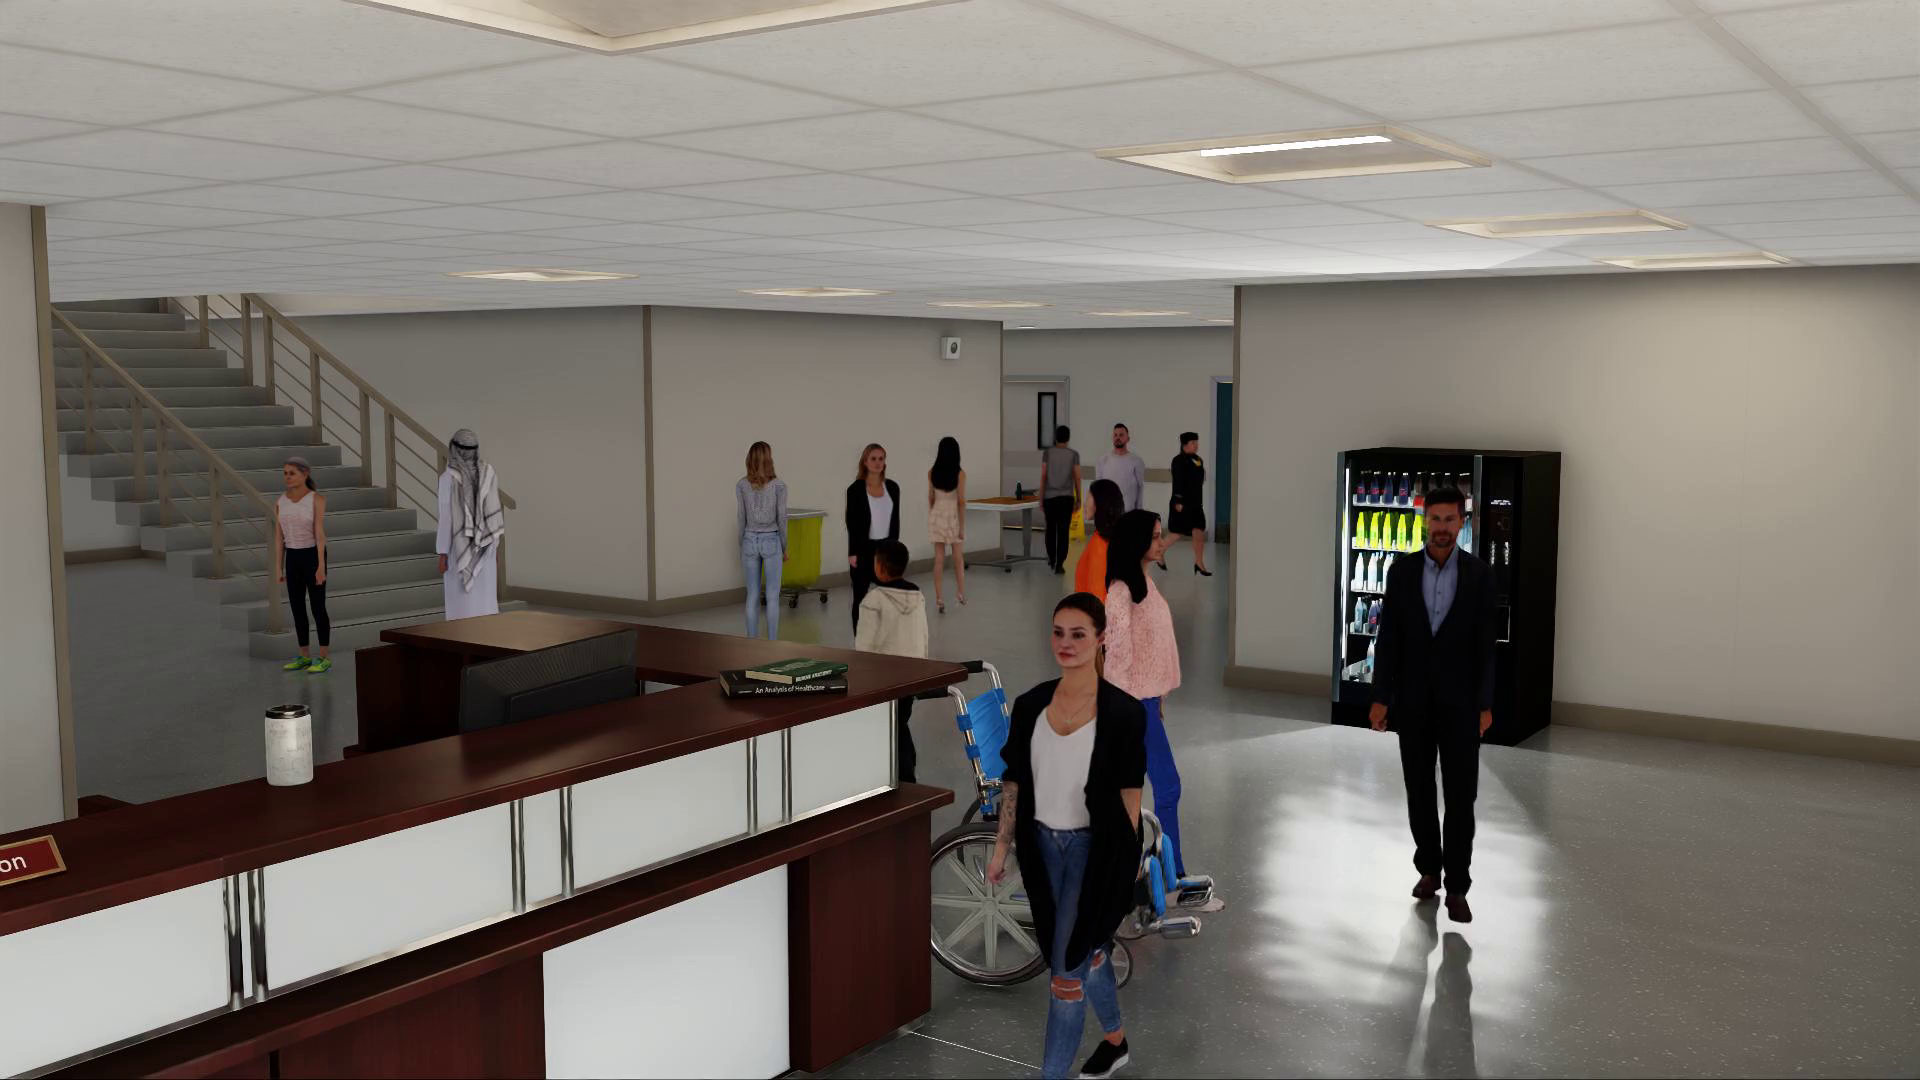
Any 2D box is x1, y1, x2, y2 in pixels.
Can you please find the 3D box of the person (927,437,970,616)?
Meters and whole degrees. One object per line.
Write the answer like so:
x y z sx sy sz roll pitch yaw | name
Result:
-0.176 -0.119 16.086 0.850 1.711 0.776 2 6 19 | person

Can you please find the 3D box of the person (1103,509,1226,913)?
0.700 0.752 7.325 1.211 1.731 0.802 2 6 23 | person

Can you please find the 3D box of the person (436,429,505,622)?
-3.784 0.101 12.830 0.645 1.925 0.713 5 8 41 | person

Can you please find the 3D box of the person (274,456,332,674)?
-5.156 0.185 13.106 0.590 1.703 0.725 2 6 15 | person

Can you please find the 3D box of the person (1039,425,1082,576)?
1.132 -0.448 19.319 1.017 1.718 0.925 1 6 12 | person

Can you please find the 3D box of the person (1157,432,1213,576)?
2.552 -0.396 19.208 0.841 1.638 1.120 -5 8 -41 | person

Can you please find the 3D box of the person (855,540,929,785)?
-0.301 0.732 8.962 0.582 1.443 0.607 5 8 41 | person

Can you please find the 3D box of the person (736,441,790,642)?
-1.621 0.082 13.658 0.571 1.796 0.714 1 6 14 | person

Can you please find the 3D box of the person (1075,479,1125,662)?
0.920 0.521 9.598 0.748 1.737 0.733 1 6 14 | person

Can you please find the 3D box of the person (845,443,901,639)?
-0.719 0.159 13.158 1.057 1.745 1.266 -2 6 -22 | person

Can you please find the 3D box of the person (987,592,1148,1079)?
0.413 1.007 5.301 1.034 1.631 0.690 4 7 34 | person

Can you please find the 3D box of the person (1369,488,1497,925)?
2.108 0.694 7.349 0.873 1.843 0.805 3 6 26 | person

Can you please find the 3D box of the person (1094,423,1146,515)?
1.621 -0.281 17.044 0.644 1.842 0.816 2 6 15 | person
